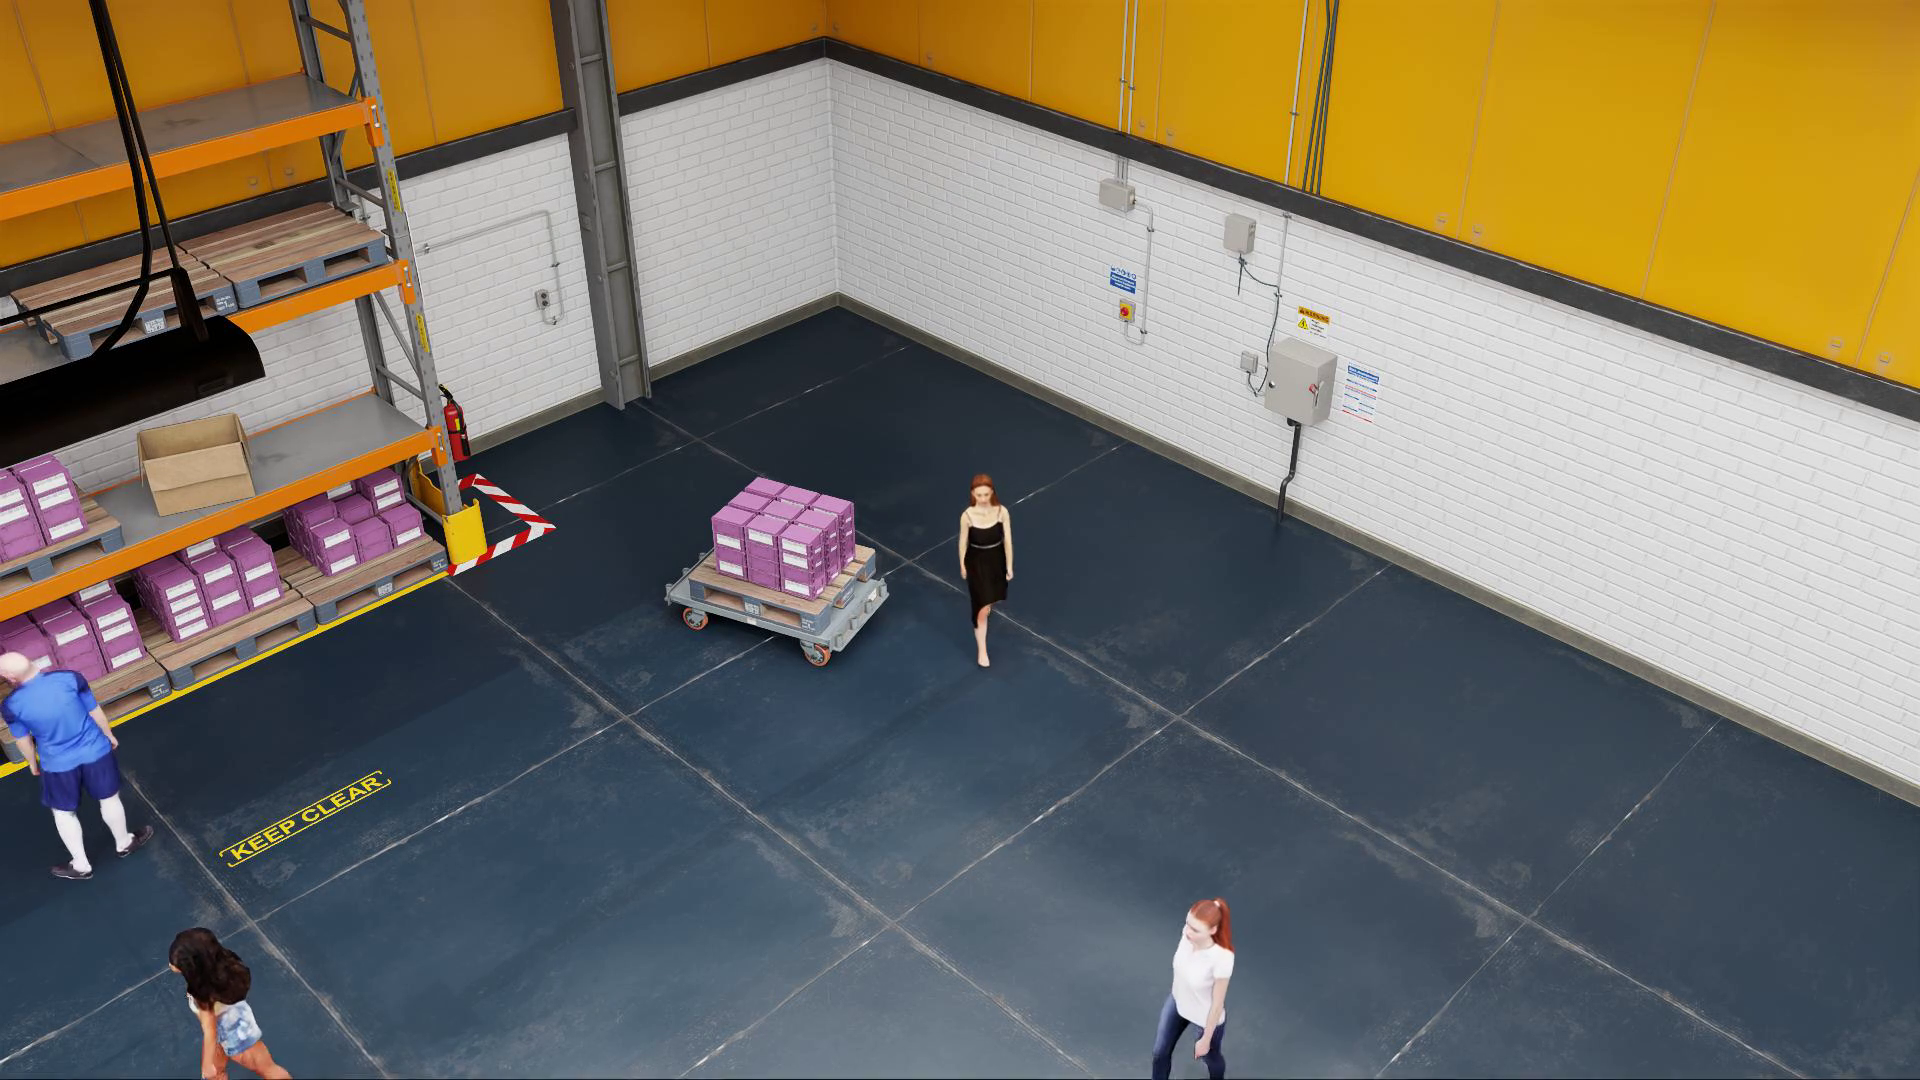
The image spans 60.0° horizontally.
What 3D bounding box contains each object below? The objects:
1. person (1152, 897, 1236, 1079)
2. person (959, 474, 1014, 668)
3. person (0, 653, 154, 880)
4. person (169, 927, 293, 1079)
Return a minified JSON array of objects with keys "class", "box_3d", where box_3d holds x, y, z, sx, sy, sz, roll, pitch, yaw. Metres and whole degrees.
[{"class":"person","box_3d":[1.420,2.611,9.346,0.928,1.715,0.722,-18,38,-25]},{"class":"person","box_3d":[0.201,0.162,13.134,0.988,1.600,0.955,-6,34,-9]},{"class":"person","box_3d":[-5.840,1.427,11.039,0.665,1.813,0.937,-8,34,-12]},{"class":"person","box_3d":[-3.979,2.728,9.281,0.964,1.593,0.722,-17,37,-24]}]
